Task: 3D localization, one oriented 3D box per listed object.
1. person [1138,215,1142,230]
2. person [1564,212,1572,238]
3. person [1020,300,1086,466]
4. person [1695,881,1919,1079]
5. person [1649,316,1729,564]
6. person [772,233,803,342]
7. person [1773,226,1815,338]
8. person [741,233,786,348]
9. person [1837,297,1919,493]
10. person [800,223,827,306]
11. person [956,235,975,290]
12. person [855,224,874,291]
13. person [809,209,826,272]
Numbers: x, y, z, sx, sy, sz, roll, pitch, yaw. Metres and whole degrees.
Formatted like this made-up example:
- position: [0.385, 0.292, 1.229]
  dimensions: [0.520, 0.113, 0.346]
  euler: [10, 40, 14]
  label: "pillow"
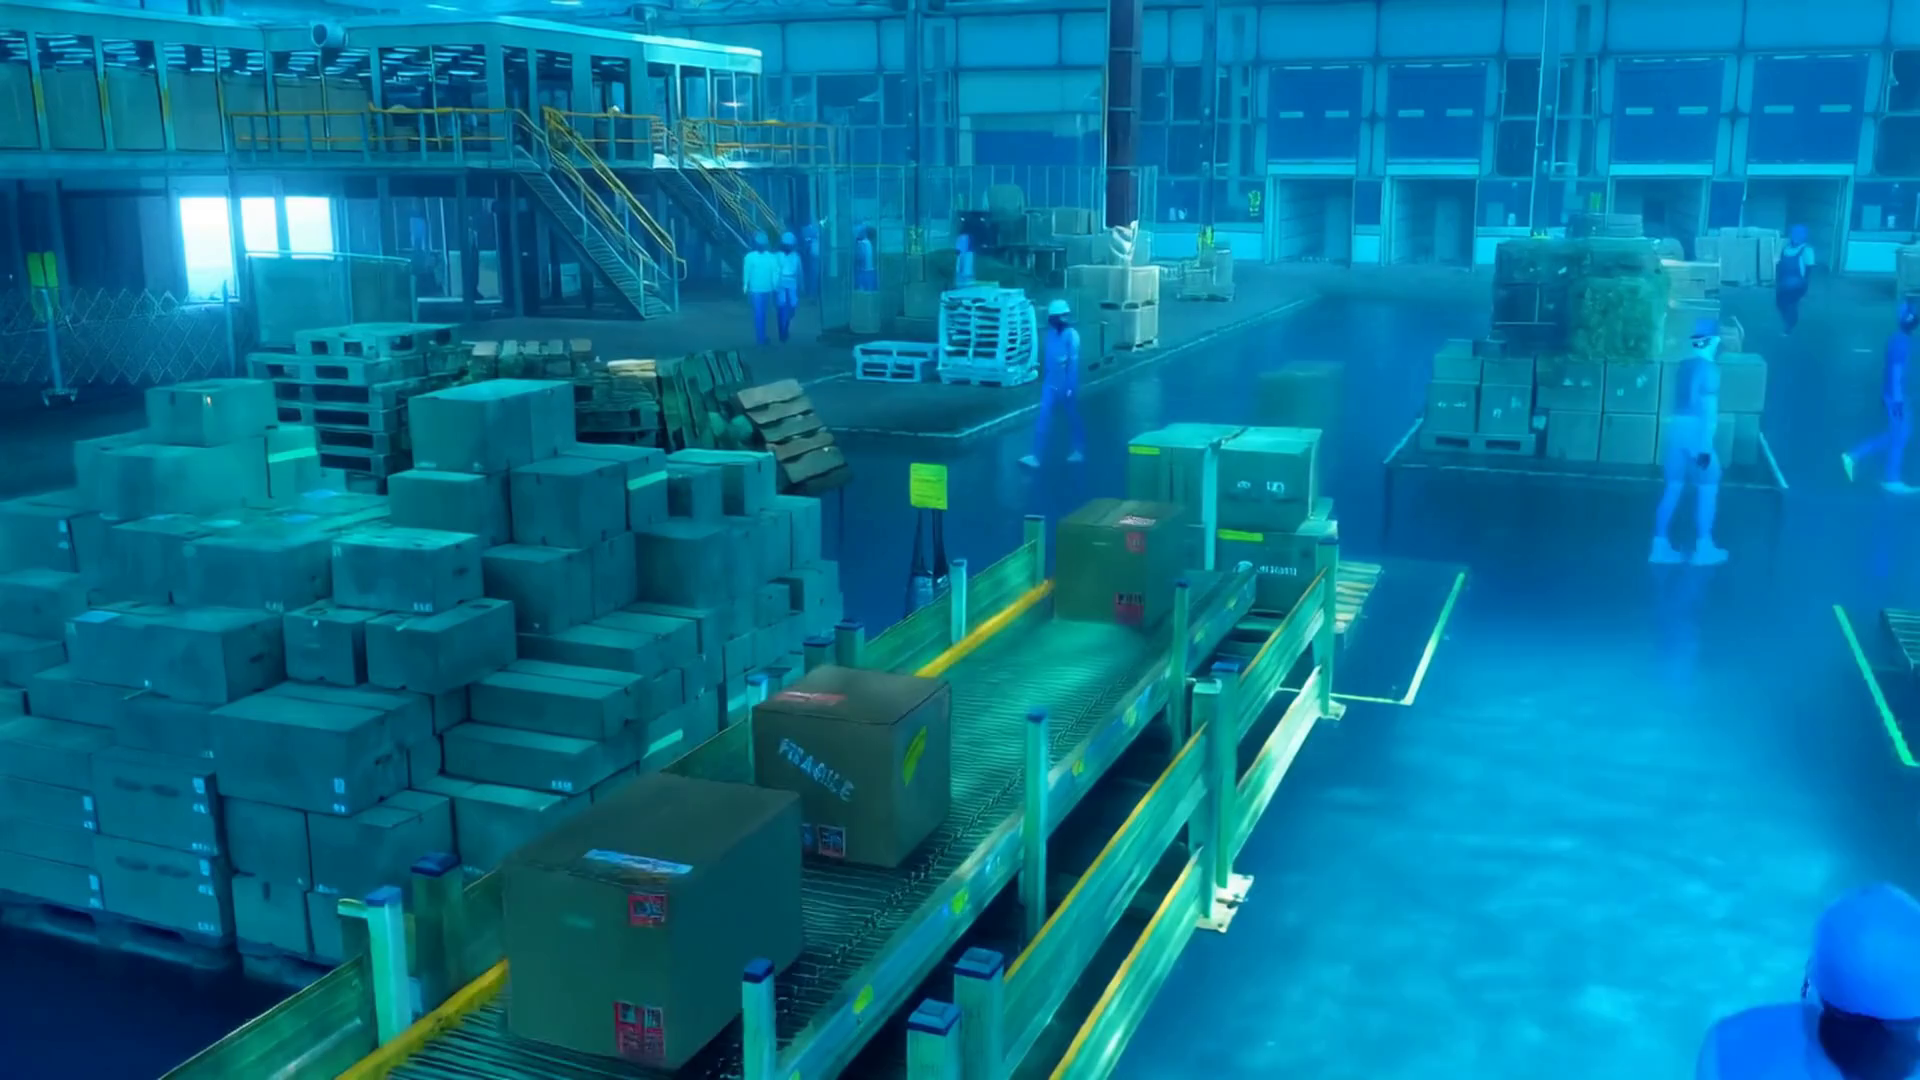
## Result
- position: [5.410, -9.401, 51.534]
  dimensions: [0.672, 1.915, 0.584]
  euler: [7, 15, 30]
  label: "person"
- position: [17.007, -8.274, 46.710]
  dimensions: [0.992, 1.813, 0.531]
  euler: [6, 14, 25]
  label: "person"
- position: [1.004, -1.605, 17.049]
  dimensions: [0.506, 1.687, 0.890]
  euler: [12, 17, 42]
  label: "person"
- position: [1.615, 1.477, 3.025]
  dimensions: [0.610, 1.780, 0.922]
  euler: [6, 14, 26]
  label: "person"
- position: [5.679, -0.762, 12.833]
  dimensions: [0.704, 1.891, 0.578]
  euler: [-2, 13, -11]
  label: "person"
- position: [-3.109, -4.470, 29.441]
  dimensions: [0.604, 1.903, 0.580]
  euler: [-6, 14, -25]
  label: "person"
- position: [15.035, -4.667, 30.017]
  dimensions: [0.637, 2.000, 0.685]
  euler: [-6, 14, -23]
  label: "person"
- position: [-3.351, -4.271, 28.476]
  dimensions: [0.717, 1.921, 1.023]
  euler: [-5, 13, -21]
  label: "person"
- position: [8.749, -1.369, 15.659]
  dimensions: [0.633, 1.850, 0.535]
  euler: [5, 14, 22]
  label: "person"
- position: [-3.235, -6.133, 37.081]
  dimensions: [0.528, 1.822, 0.751]
  euler: [6, 14, 25]
  label: "person"
- position: [0.155, -4.628, 30.310]
  dimensions: [0.955, 1.848, 0.584]
  euler: [-3, 13, -14]
  label: "person"
- position: [-1.959, -5.478, 33.961]
  dimensions: [0.397, 1.911, 0.587]
  euler: [1, 13, 4]
  label: "person"
- position: [-4.167, -8.731, 48.632]
  dimensions: [0.649, 1.862, 0.619]
  euler: [5, 13, 21]
  label: "person"
